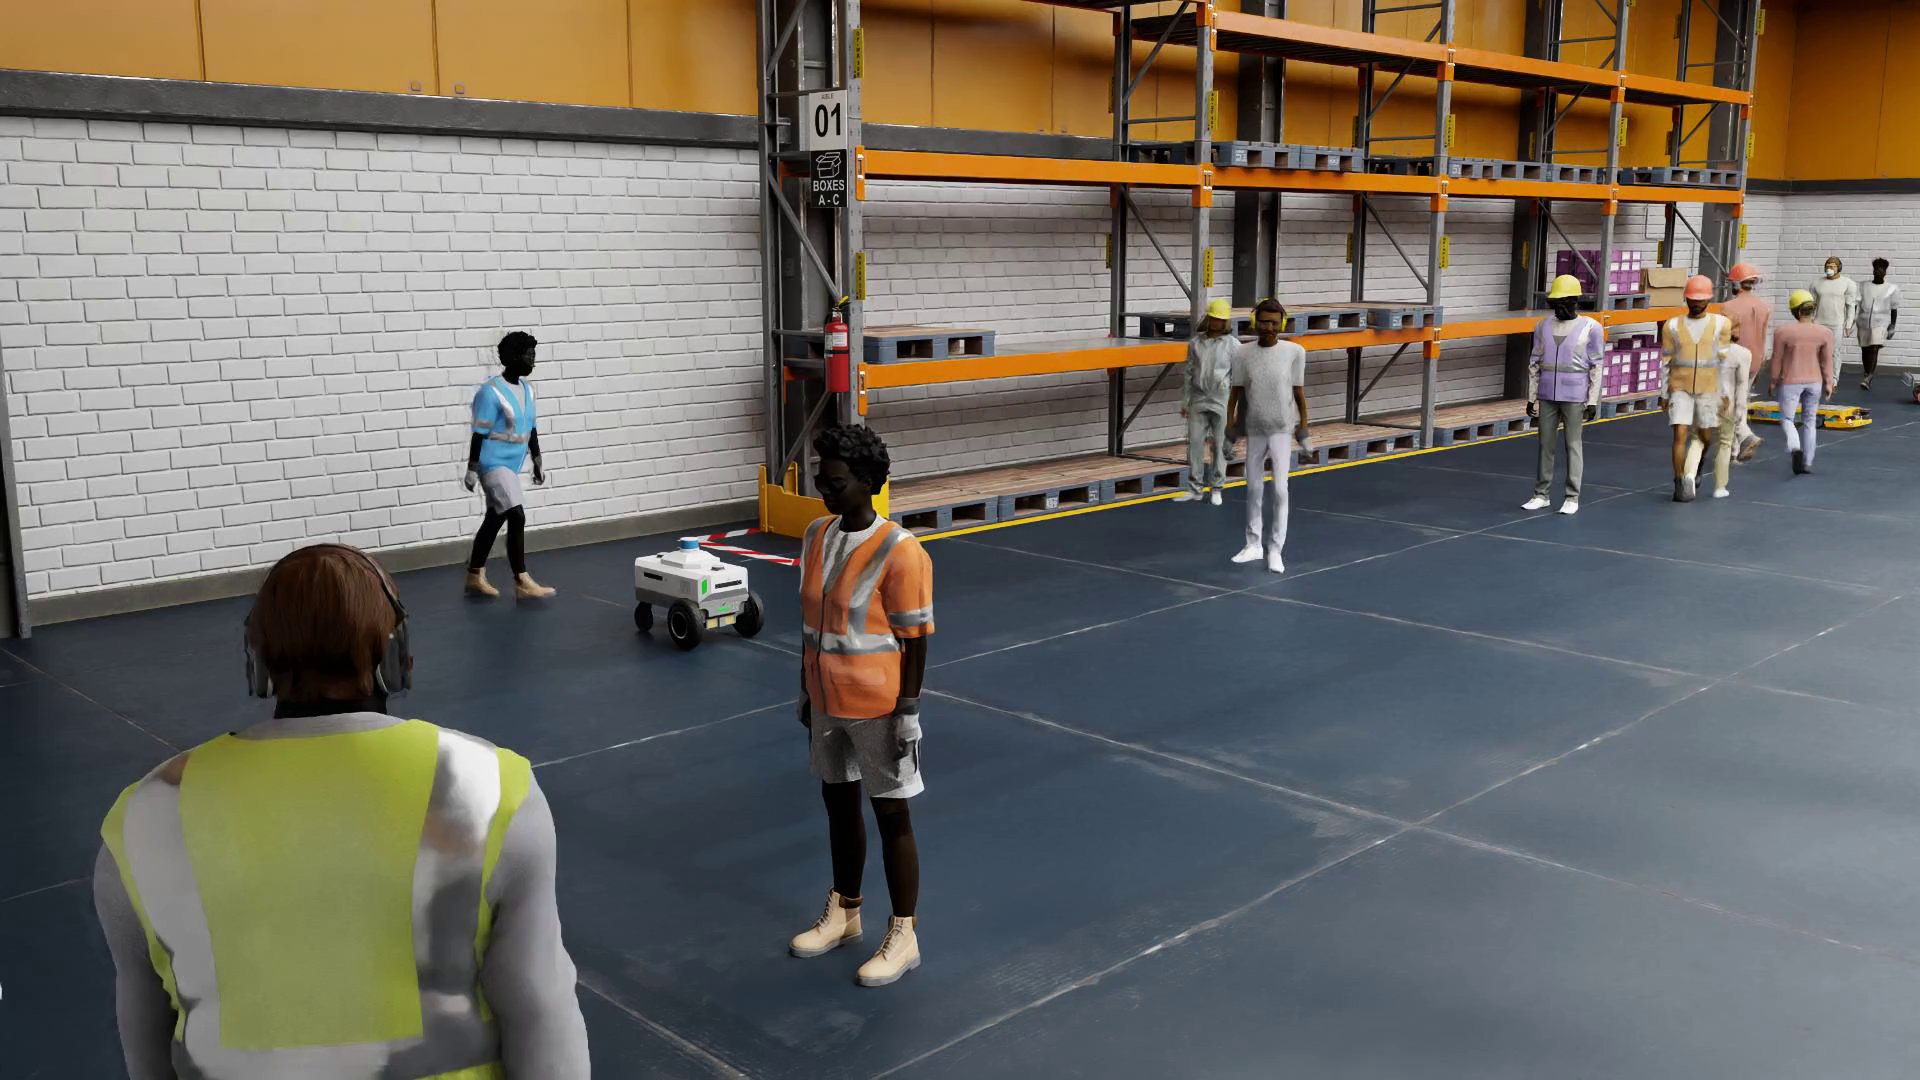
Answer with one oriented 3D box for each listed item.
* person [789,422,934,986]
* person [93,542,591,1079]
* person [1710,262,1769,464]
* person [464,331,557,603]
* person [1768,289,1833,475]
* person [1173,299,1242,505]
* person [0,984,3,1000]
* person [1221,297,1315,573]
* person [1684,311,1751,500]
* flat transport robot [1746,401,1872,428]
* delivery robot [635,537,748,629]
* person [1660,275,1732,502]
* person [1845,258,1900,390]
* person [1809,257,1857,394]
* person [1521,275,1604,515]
[{"bbox_3d":[-0.308,0.488,5.020,0.316,1.696,0.541,-10,14,-44],"label":"person"},{"bbox_3d":[-0.873,0.898,2.494,0.686,1.805,0.847,-1,10,-6],"label":"person"},{"bbox_3d":[7.613,-1.696,16.160,0.614,1.981,0.597,-4,11,-21],"label":"person"},{"bbox_3d":[-2.761,-0.443,10.164,0.778,1.652,0.550,2,11,12],"label":"person"},{"bbox_3d":[7.863,-1.455,15.486,0.538,1.738,0.658,1,10,6],"label":"person"},{"bbox_3d":[2.056,-1.139,13.873,0.620,1.711,0.326,6,12,28],"label":"person"},{"bbox_3d":[-2.996,0.578,4.742,0.306,1.624,0.518,-9,14,-41],"label":"person"},{"bbox_3d":[2.068,-0.705,11.159,0.640,1.827,0.689,4,11,21],"label":"person"},{"bbox_3d":[6.379,-1.127,14.077,0.505,1.613,0.716,8,13,36],"label":"person"},{"bbox_3d":[9.965,-1.504,19.772,0.652,0.197,1.431,-10,14,-44],"label":"flat transport robot"},{"bbox_3d":[-1.509,0.226,9.310,0.477,0.478,0.707,-10,14,-44],"label":"delivery robot"},{"bbox_3d":[6.259,-1.297,14.175,0.570,1.909,0.762,4,11,22],"label":"person"},{"bbox_3d":[13.397,-3.168,24.414,0.613,1.913,1.050,8,13,39],"label":"person"},{"bbox_3d":[12.360,-3.053,23.666,0.355,1.938,0.637,-10,14,-44],"label":"person"},{"bbox_3d":[4.858,-1.170,13.434,0.374,1.925,0.595,-10,14,-44],"label":"person"}]
